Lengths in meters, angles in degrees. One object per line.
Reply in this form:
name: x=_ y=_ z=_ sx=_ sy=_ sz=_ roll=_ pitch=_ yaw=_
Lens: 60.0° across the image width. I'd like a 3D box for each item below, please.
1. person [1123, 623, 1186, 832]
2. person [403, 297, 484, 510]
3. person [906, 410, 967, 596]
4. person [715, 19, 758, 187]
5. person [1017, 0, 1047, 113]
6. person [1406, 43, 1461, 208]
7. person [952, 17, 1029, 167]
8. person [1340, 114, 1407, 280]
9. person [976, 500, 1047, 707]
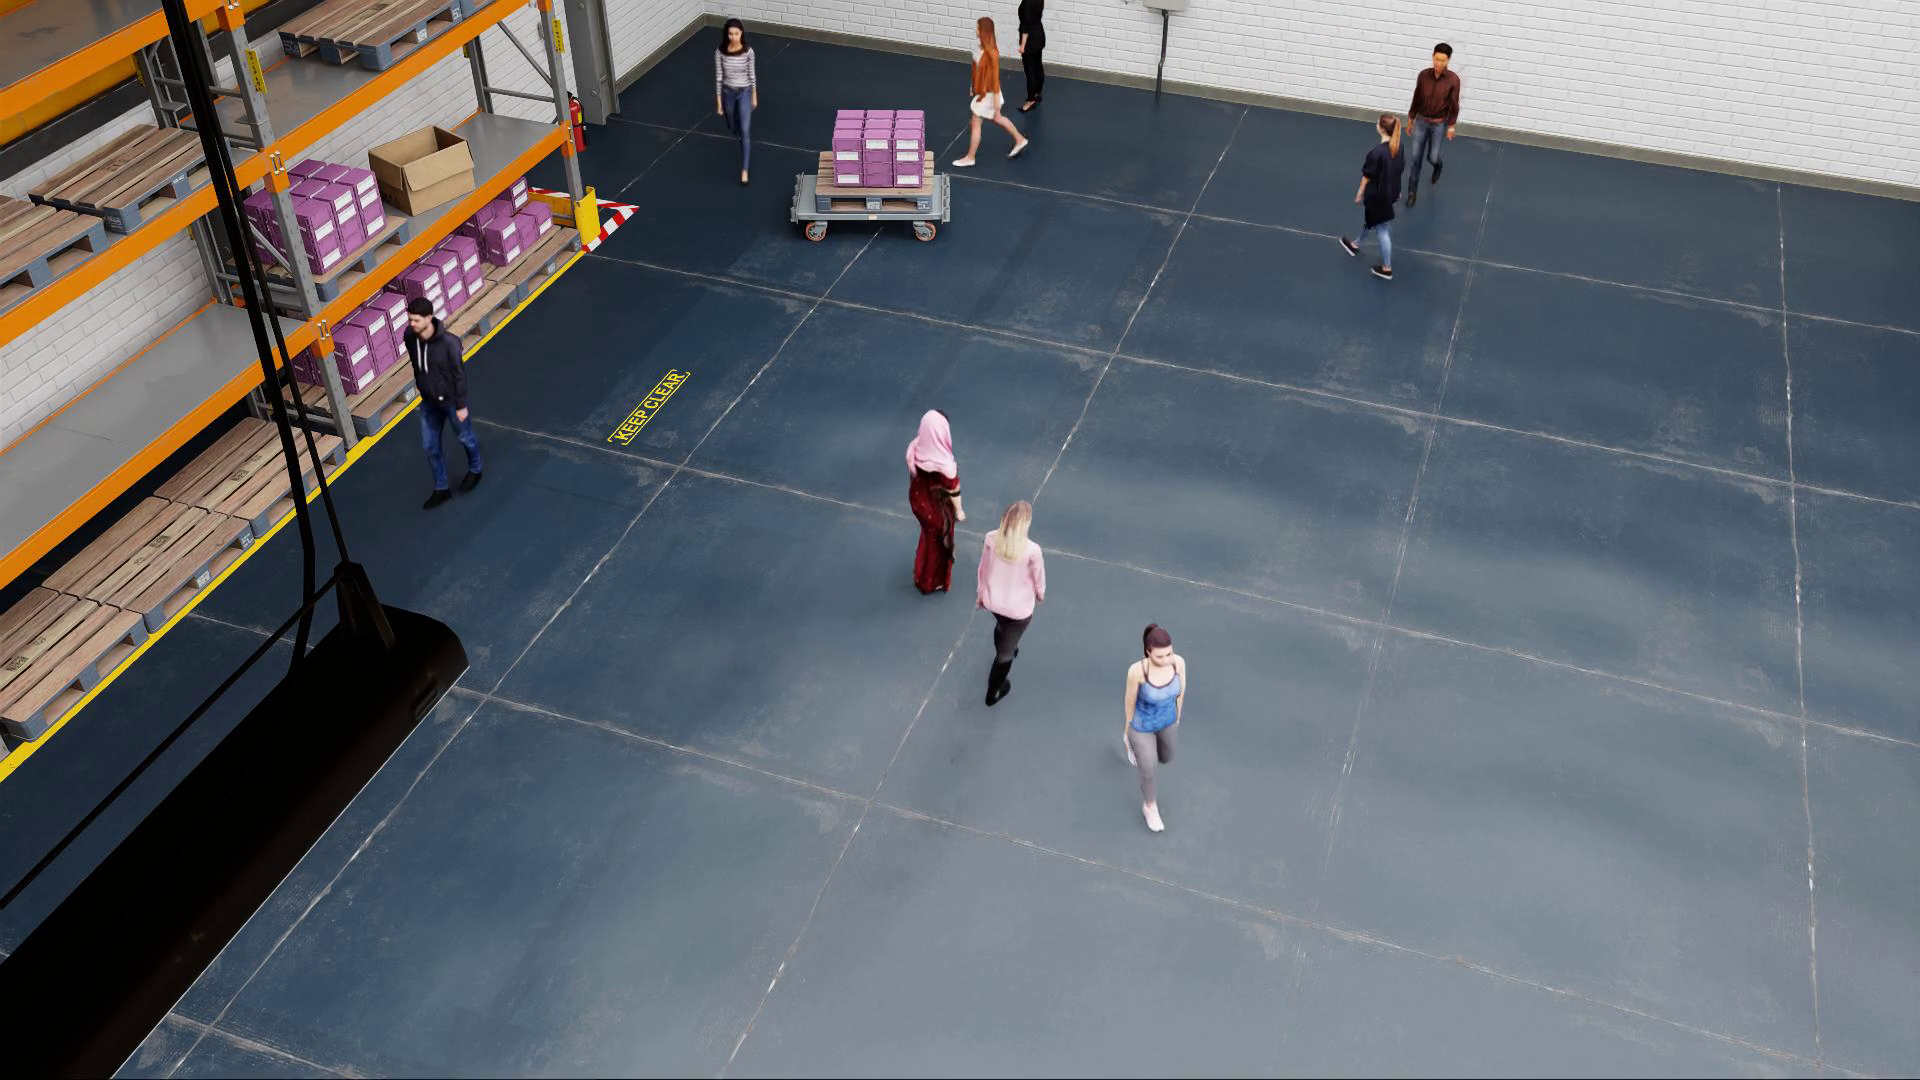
person: x=1.220 y=1.142 z=10.761 sx=0.885 sy=1.591 sz=0.986 roll=-13 pitch=40 yaw=-15
person: x=-4.118 y=-1.202 z=13.472 sx=0.694 sy=1.869 sz=0.861 roll=12 pitch=40 yaw=15
person: x=-0.256 y=-0.234 z=12.456 sx=0.825 sy=1.626 sz=0.781 roll=-22 pitch=44 yaw=-25
person: x=-2.422 y=-4.800 z=18.060 sx=0.911 sy=1.767 sz=1.177 roll=-4 pitch=39 yaw=-5
person: x=0.850 y=-5.832 z=19.438 sx=0.681 sy=1.660 sz=0.517 roll=18 pitch=42 yaw=21
person: x=5.007 y=-4.430 z=17.600 sx=0.748 sy=1.763 sz=0.971 roll=19 pitch=42 yaw=22
person: x=0.389 y=-4.930 z=18.286 sx=1.032 sy=1.687 sz=1.138 roll=-6 pitch=39 yaw=-8
person: x=4.205 y=-3.331 z=16.317 sx=1.038 sy=1.646 sz=1.019 roll=-22 pitch=44 yaw=-25
person: x=0.291 y=0.491 z=11.521 sx=0.720 sy=1.660 sz=0.884 roll=21 pitch=43 yaw=24
